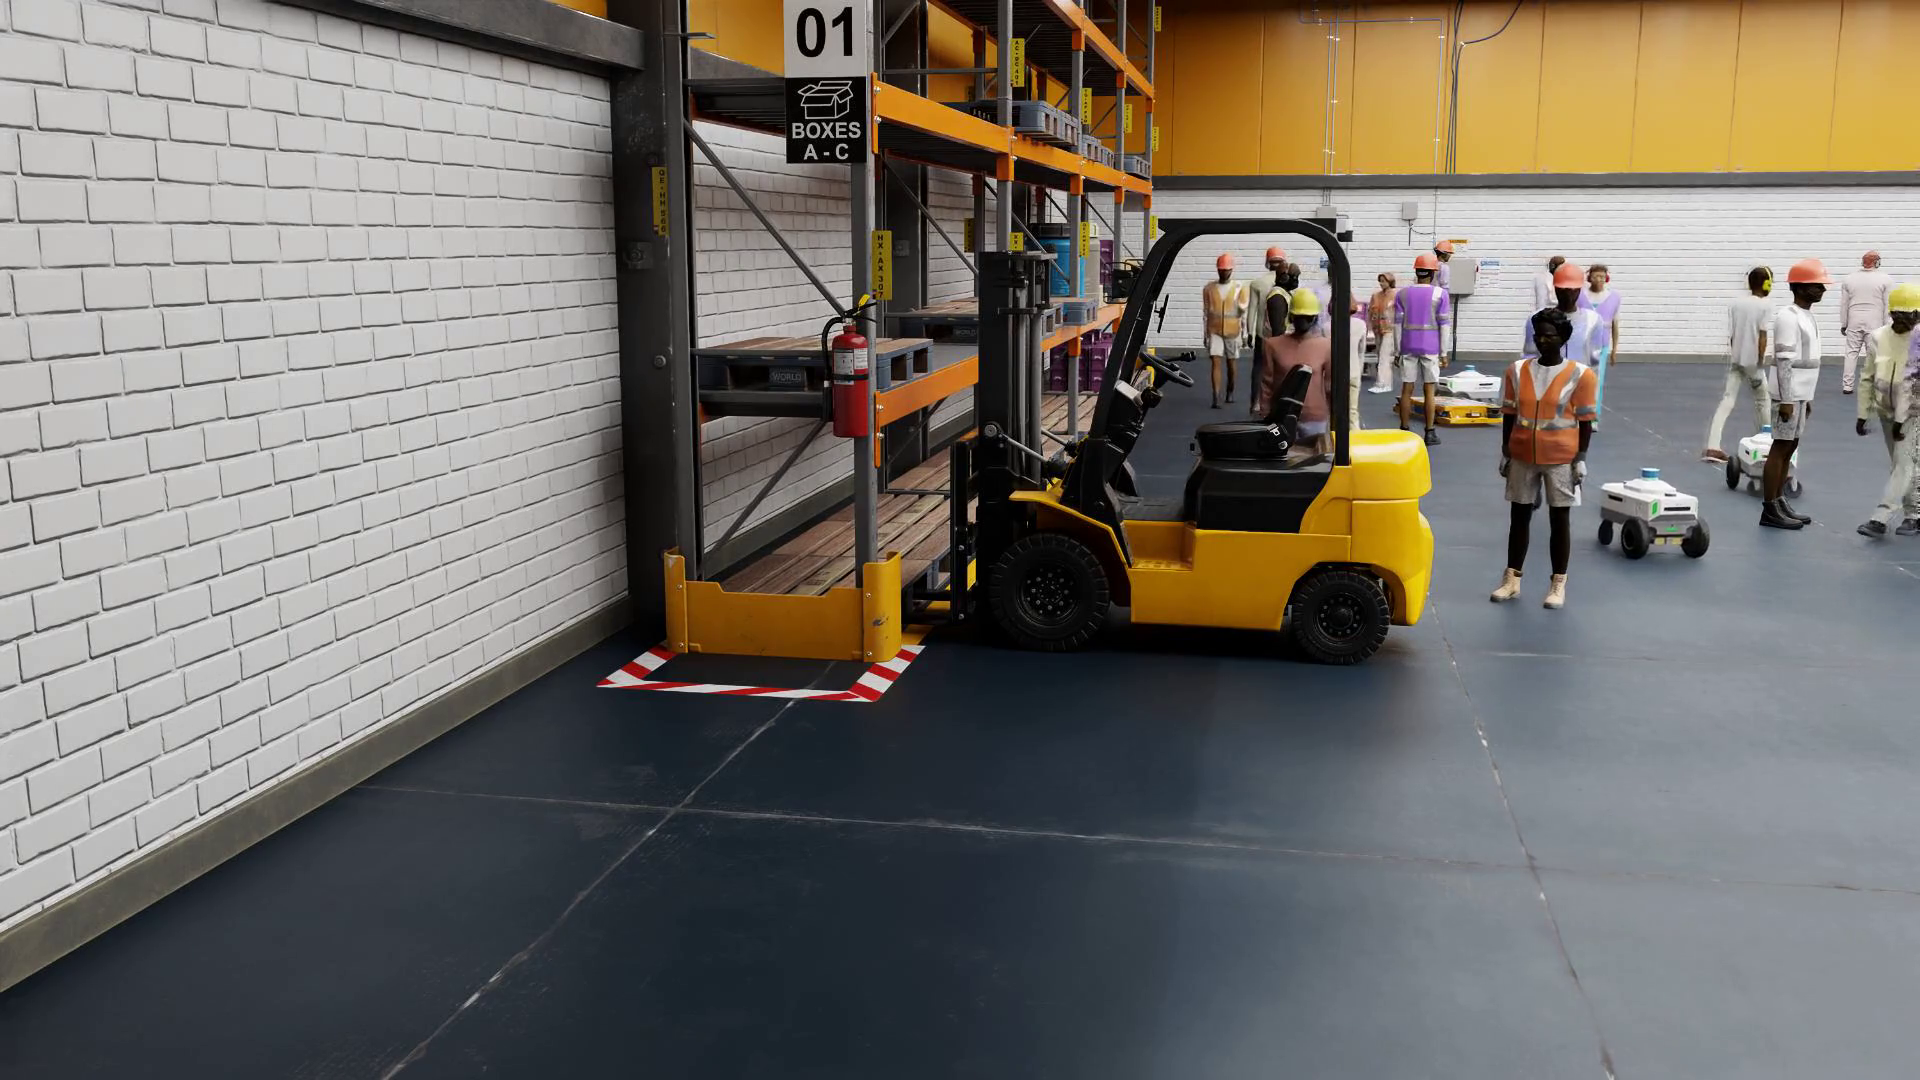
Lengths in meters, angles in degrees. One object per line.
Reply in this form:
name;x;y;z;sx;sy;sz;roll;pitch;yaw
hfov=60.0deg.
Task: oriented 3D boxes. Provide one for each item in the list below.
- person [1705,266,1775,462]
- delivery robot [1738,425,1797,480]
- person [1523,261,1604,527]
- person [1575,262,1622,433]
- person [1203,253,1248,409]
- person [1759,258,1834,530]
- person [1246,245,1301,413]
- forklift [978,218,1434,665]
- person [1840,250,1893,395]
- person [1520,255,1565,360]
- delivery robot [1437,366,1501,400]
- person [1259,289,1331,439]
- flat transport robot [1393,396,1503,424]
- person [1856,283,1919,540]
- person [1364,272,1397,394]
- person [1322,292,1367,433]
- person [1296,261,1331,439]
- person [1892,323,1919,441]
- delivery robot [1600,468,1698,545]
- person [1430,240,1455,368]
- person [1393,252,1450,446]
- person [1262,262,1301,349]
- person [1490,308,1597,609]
person;7.381;-1.629;15.496;1.040;1.809;0.552;-4;11;-23
delivery robot;6.586;-0.693;13.566;0.477;0.478;0.707;3;11;16
person;4.377;-1.066;12.129;0.545;1.924;0.548;2;11;11
person;6.849;-2.096;18.035;0.560;1.819;0.666;3;11;18
person;3.280;-2.596;20.584;0.557;1.907;0.932;2;11;13
person;6.031;-1.053;11.996;0.361;1.939;0.543;8;13;39
person;3.676;-2.436;19.442;0.640;1.989;0.449;2;11;12
forklift;1.285;-0.567;8.635;2.313;2.155;1.214;2;11;11
person;12.021;-2.872;22.053;0.406;1.911;0.637;-10;14;-44
person;8.915;-3.407;25.232;0.619;1.824;0.726;-4;11;-21
delivery robot;6.074;-1.838;19.838;0.707;0.478;0.477;-3;11;-14
person;2.243;-0.779;11.024;0.550;1.733;0.731;3;11;15
flat transport robot;5.554;-1.489;18.965;0.652;0.197;1.431;-2;11;-11
person;6.496;-0.882;11.508;0.868;1.769;0.606;-5;12;-27
person;5.579;-2.747;22.189;0.689;1.616;0.522;-6;12;-31
person;3.418;-1.434;14.921;0.502;1.633;0.279;-5;12;-28
person;3.643;-1.885;16.696;0.908;1.909;0.641;9;14;42
person;6.408;-0.818;10.819;0.889;1.887;0.626;-9;13;-40
delivery robot;4.566;-0.232;11.037;0.477;0.478;0.707;-1;10;-7
person;7.693;-3.776;26.683;0.409;2.033;0.608;-2;11;-11
person;4.646;-1.920;16.755;0.549;1.936;0.377;6;12;29
person;3.270;-1.881;16.817;0.429;1.840;0.622;3;11;14
person;3.307;-0.462;9.419;0.535;1.697;0.321;9;13;39
